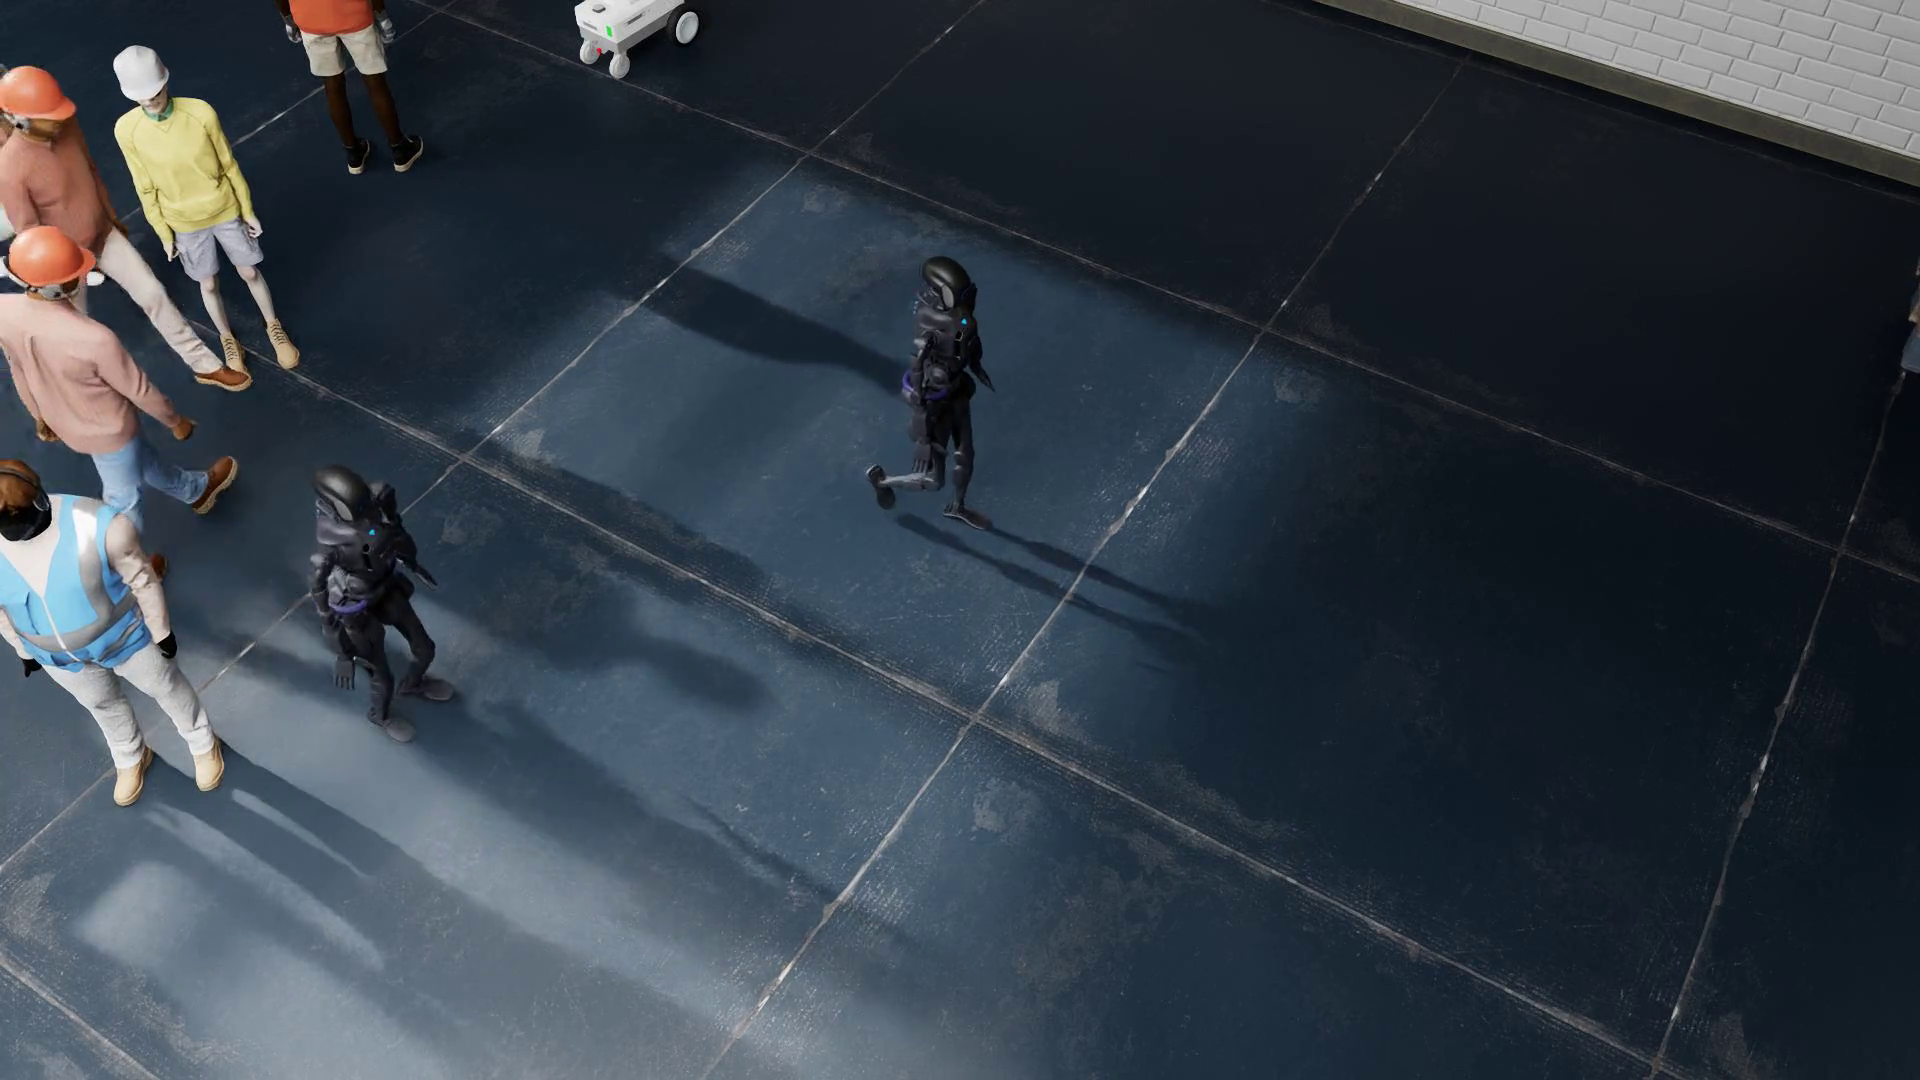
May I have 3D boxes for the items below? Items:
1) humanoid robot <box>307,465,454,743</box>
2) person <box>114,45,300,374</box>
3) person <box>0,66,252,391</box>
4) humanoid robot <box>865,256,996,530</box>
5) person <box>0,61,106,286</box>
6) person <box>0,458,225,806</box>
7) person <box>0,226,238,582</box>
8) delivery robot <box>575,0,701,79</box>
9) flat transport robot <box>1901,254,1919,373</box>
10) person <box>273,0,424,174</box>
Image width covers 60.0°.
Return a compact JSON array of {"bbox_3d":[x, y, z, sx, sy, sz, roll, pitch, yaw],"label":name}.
[{"bbox_3d":[-2.361,0.249,6.667,0.437,1.633,0.615,15,51,13],"label":"humanoid robot"},{"bbox_3d":[-3.695,-1.583,8.124,0.489,1.889,0.386,-21,52,-17],"label":"person"},{"bbox_3d":[-4.249,-1.428,7.972,1.025,1.924,0.629,8,49,7],"label":"person"},{"bbox_3d":[-0.130,-0.678,7.485,0.555,1.640,0.609,22,52,18],"label":"humanoid robot"},{"bbox_3d":[-5.053,-2.067,8.540,0.583,1.904,0.583,9,49,7],"label":"person"},{"bbox_3d":[-3.358,0.374,6.445,0.626,1.844,0.429,-9,49,-7],"label":"person"},{"bbox_3d":[-3.644,-0.601,7.230,0.647,1.939,0.972,18,51,15],"label":"person"},{"bbox_3d":[-2.062,-3.343,10.560,0.499,0.614,0.803,30,55,24],"label":"delivery robot"},{"bbox_3d":[5.499,-0.903,8.605,0.659,0.231,1.431,20,52,17],"label":"flat transport robot"},{"bbox_3d":[-3.473,-2.925,9.246,0.611,1.963,0.362,-1,49,-1],"label":"person"}]
